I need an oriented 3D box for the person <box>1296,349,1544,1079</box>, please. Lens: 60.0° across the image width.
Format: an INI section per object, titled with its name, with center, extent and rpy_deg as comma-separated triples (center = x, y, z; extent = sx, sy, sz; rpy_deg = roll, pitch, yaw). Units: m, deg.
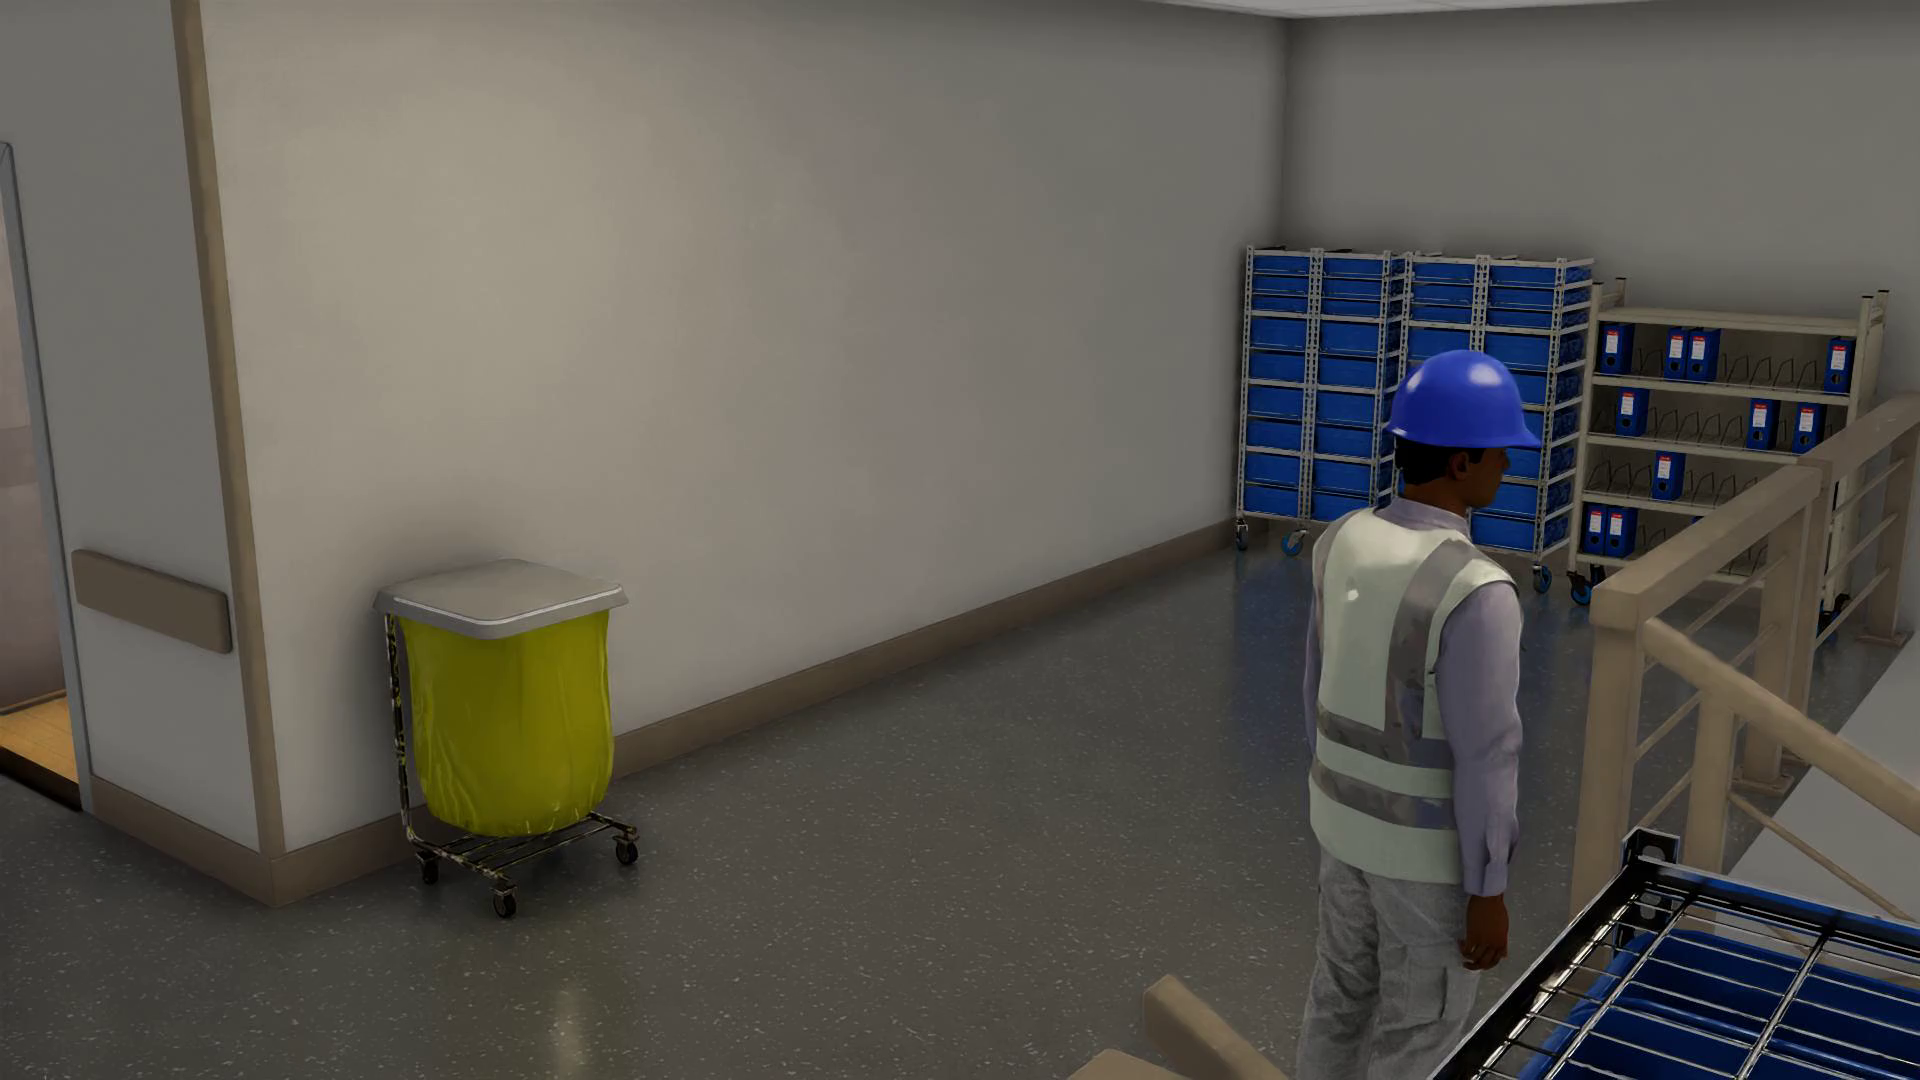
[person]
center = 0.920, 0.586, 3.374
extent = 0.404, 1.945, 0.615
rpy_deg = -4, 14, -18
